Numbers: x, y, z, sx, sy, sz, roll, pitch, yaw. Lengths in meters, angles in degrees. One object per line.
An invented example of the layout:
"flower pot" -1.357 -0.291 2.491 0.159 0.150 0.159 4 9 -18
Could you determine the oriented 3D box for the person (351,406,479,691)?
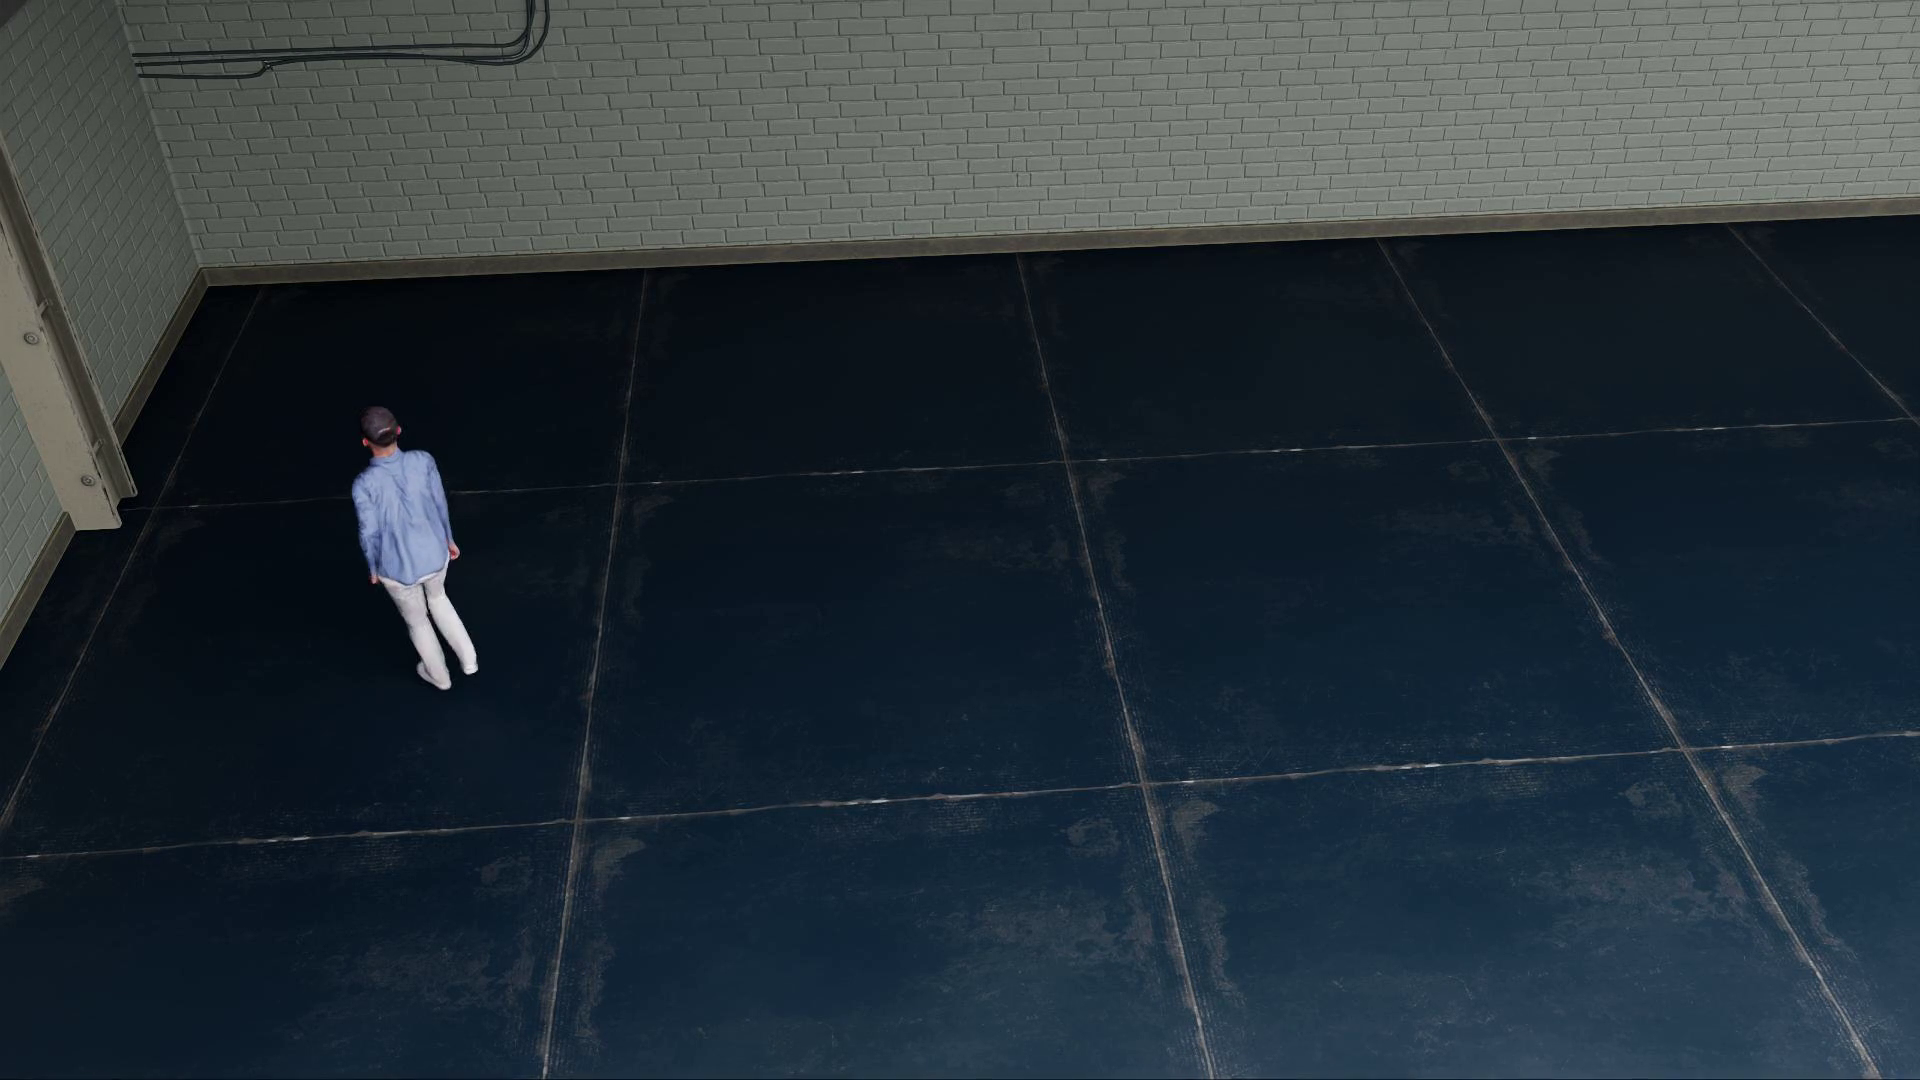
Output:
"person" -2.898 0.123 8.900 0.859 1.878 0.803 31 48 33
